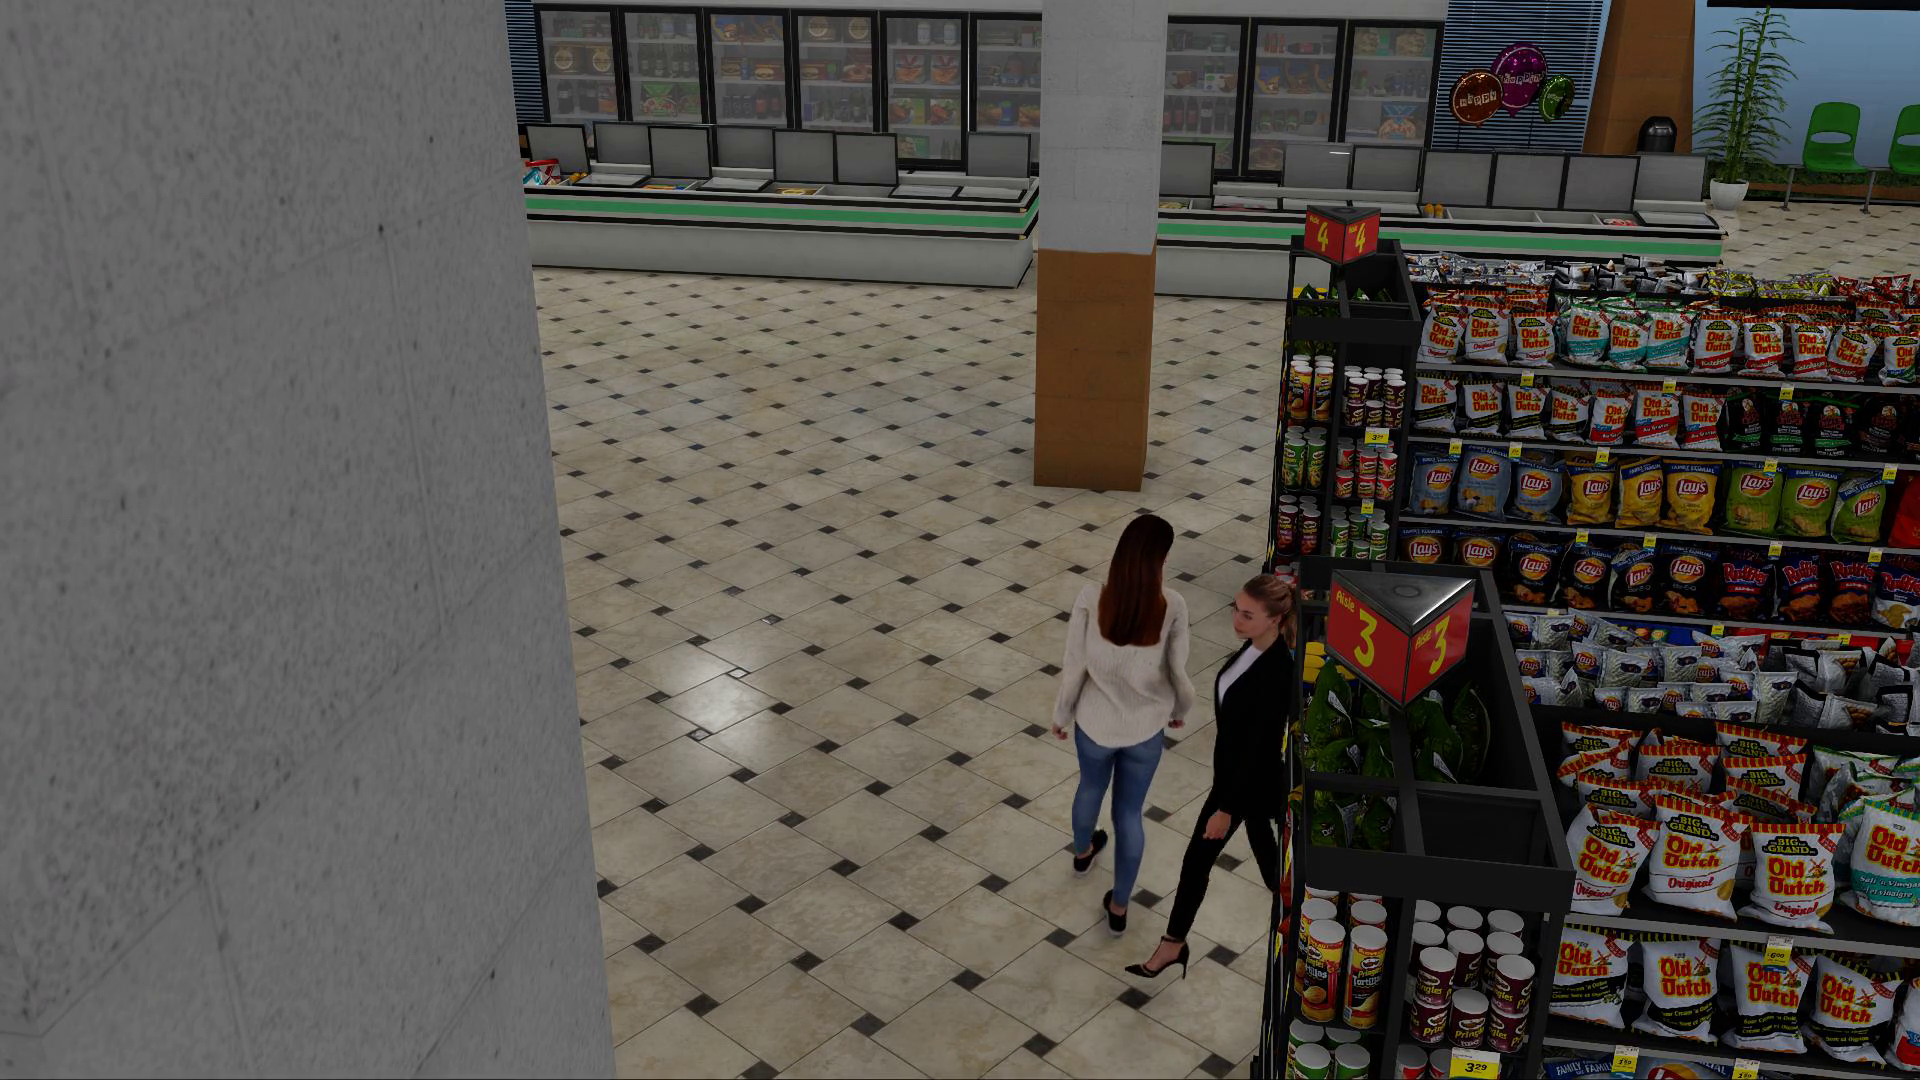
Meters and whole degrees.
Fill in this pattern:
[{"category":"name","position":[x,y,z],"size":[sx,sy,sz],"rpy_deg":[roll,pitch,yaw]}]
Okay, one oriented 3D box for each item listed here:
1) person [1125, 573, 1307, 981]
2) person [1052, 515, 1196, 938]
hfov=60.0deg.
[{"category":"person","position":[1.125,0.927,5.834],"size":[1.172,1.651,0.846],"rpy_deg":[-3,24,-8]},{"category":"person","position":[0.616,0.741,6.245],"size":[0.757,1.664,0.739],"rpy_deg":[2,24,5]}]
